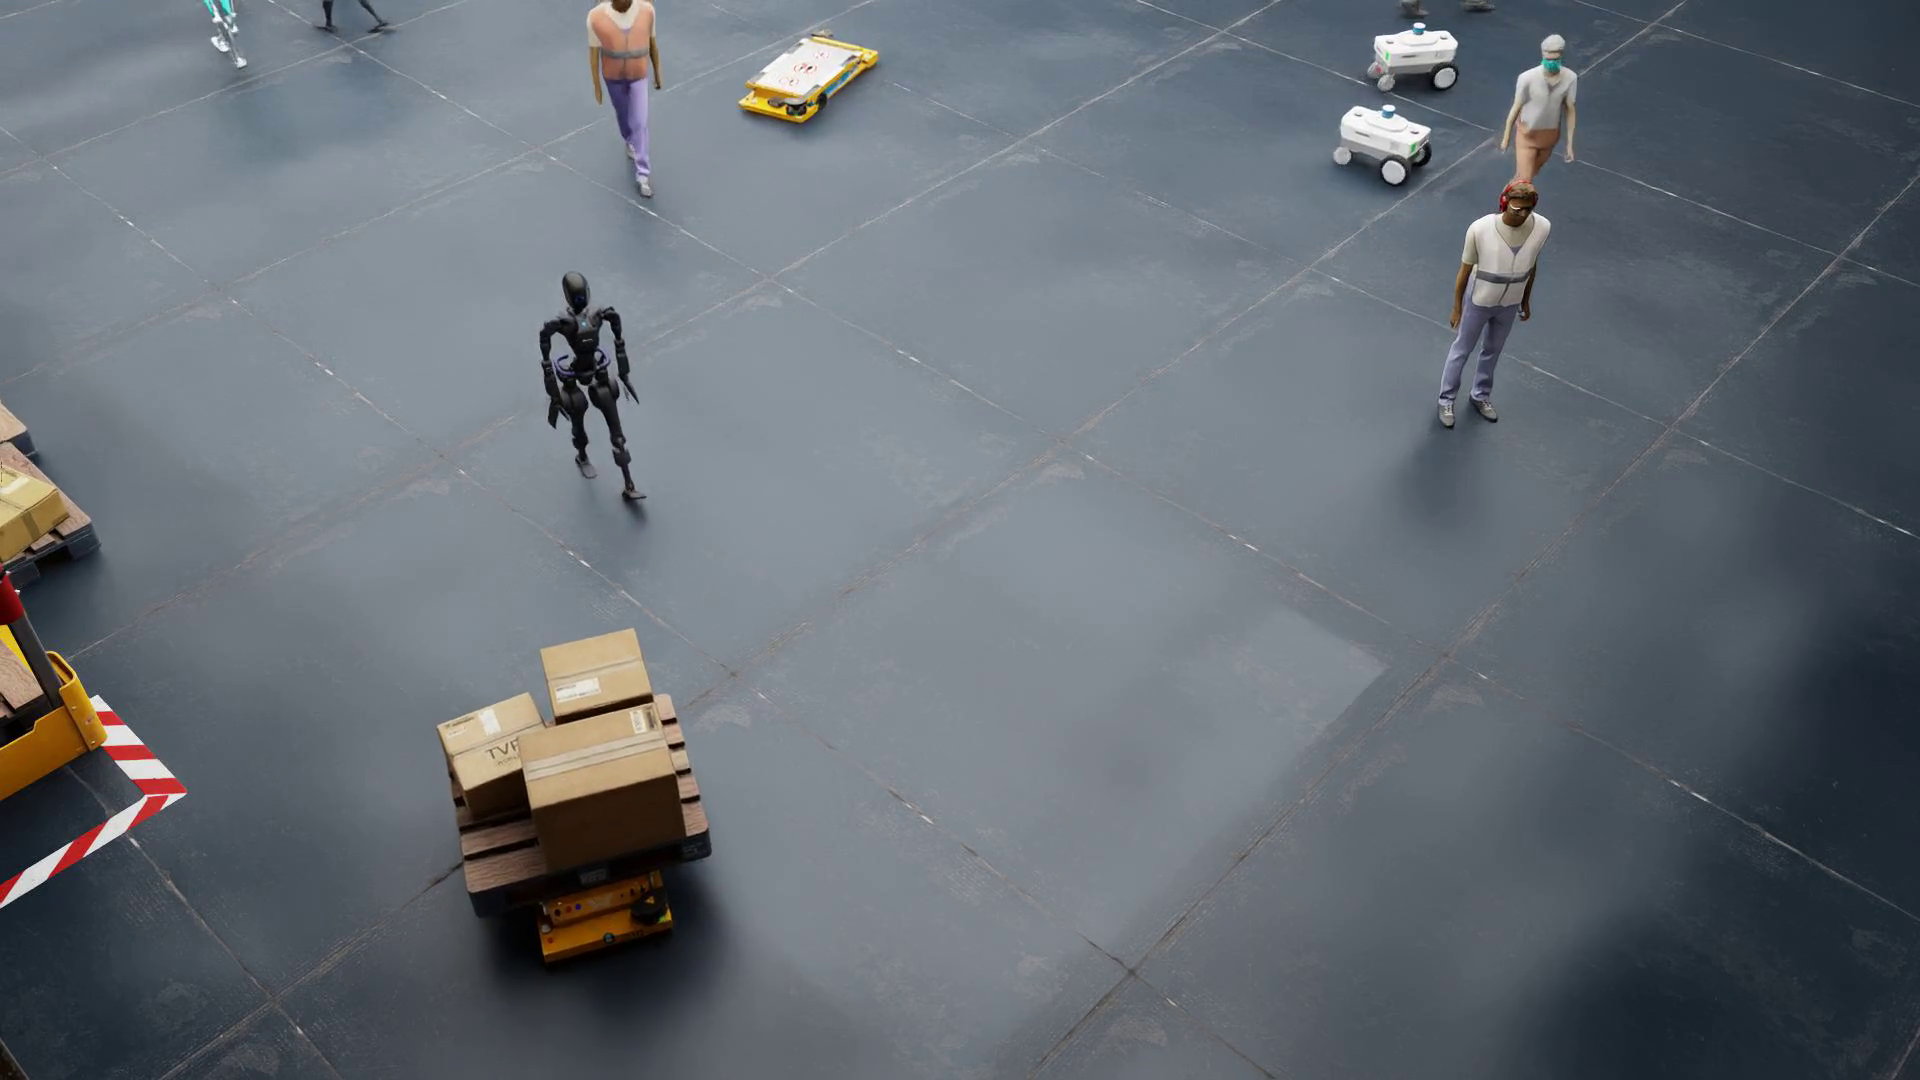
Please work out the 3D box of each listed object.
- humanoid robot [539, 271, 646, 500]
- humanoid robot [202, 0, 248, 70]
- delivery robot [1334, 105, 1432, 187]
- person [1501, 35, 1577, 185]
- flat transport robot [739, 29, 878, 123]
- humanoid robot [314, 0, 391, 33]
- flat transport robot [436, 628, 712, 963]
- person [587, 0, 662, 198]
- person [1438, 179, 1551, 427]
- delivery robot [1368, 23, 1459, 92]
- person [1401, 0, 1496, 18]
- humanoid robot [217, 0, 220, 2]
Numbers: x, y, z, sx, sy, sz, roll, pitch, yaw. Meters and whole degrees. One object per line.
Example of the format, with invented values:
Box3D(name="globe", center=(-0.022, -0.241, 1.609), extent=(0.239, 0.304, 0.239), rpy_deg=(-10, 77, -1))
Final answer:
Box3D(name="humanoid robot", center=(-2.348, -0.965, 10.568), extent=(0.601, 1.626, 0.756), rpy_deg=(-21, 46, -22))
Box3D(name="humanoid robot", center=(-6.784, -5.075, 15.103), extent=(0.530, 1.743, 1.047), rpy_deg=(-26, 48, -26))
Box3D(name="delivery robot", center=(3.601, -3.371, 14.069), extent=(0.799, 0.608, 0.499), rpy_deg=(26, 48, 26))
Box3D(name="person", center=(4.494, -3.118, 12.927), extent=(0.466, 1.692, 0.881), rpy_deg=(-4, 42, -4))
Box3D(name="flat transport robot", center=(-1.378, -4.264, 15.266), extent=(0.659, 0.231, 1.431), rpy_deg=(19, 45, 20))
Box3D(name="humanoid robot", center=(-5.927, -5.559, 15.689), extent=(0.753, 1.632, 0.603), rpy_deg=(7, 42, 7))
Box3D(name="flat transport robot", center=(-1.994, 1.536, 8.819), extent=(0.659, 0.231, 1.431), rpy_deg=(-13, 44, -14))
Box3D(name="person", center=(-2.731, -3.824, 13.645), extent=(0.583, 1.790, 0.959), rpy_deg=(-11, 43, -12))
Box3D(name="person", center=(3.552, -1.598, 11.123), extent=(0.568, 1.844, 0.379), rpy_deg=(-8, 43, -9))
Box3D(name="delivery robot", center=(4.181, -4.433, 15.250), extent=(0.805, 0.609, 0.499), rpy_deg=(-7, 42, -7))
Box3D(name="person", center=(4.814, -5.893, 15.928), extent=(0.934, 1.804, 0.565), rpy_deg=(2, 42, 3))
Box3D(name="humanoid robot", center=(-7.421, -6.041, 16.136), extent=(0.543, 1.754, 0.957), rpy_deg=(-33, 51, -31))
